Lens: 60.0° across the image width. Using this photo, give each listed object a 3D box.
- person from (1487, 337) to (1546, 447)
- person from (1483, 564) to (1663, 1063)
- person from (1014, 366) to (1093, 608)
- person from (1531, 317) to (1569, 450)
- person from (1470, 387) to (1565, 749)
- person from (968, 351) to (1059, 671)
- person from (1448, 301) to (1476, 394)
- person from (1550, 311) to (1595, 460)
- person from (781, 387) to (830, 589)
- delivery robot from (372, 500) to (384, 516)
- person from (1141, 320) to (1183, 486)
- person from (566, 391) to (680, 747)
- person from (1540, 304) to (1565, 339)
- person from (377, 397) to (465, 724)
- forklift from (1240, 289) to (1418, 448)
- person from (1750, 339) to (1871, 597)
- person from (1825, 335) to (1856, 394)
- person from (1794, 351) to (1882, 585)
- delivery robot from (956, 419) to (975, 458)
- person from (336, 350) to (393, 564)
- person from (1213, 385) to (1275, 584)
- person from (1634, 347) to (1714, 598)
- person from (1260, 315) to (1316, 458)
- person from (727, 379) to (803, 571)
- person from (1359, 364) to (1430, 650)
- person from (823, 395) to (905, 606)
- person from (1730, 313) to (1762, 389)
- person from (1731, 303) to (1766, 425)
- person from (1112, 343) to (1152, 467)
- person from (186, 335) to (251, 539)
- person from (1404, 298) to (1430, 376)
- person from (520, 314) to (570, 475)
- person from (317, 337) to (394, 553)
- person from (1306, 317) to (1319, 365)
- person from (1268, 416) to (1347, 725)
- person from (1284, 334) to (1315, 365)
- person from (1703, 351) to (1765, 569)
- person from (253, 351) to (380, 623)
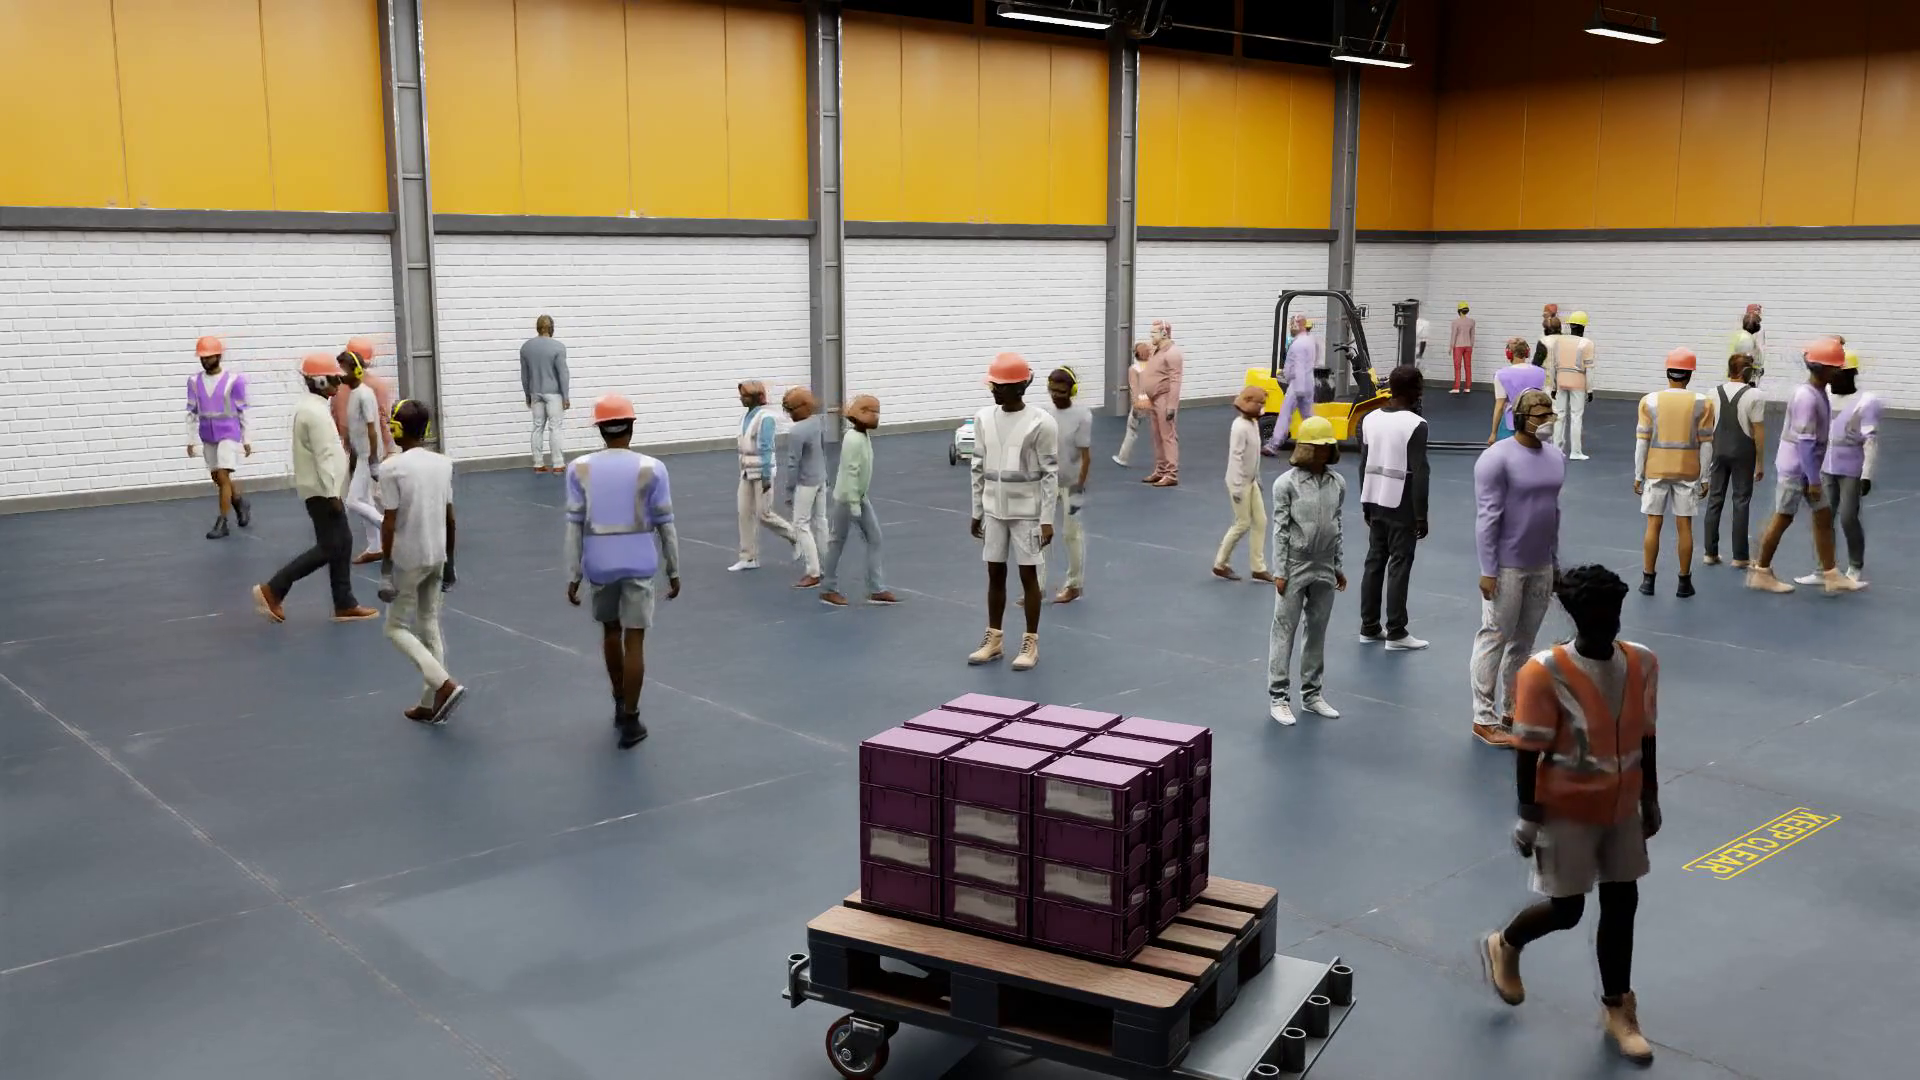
[{"bbox_3d":[5.502,-1.074,16.423,0.563,1.837,0.389,-3,10,-16],"label":"person"},{"bbox_3d":[2.038,0.867,5.550,0.591,1.662,0.577,-4,10,-20],"label":"person"},{"bbox_3d":[0.693,-0.388,12.431,0.599,1.825,0.777,8,12,39],"label":"person"},{"bbox_3d":[8.109,-2.157,22.851,0.638,1.805,0.718,-4,11,-23],"label":"person"},{"bbox_3d":[3.028,0.144,8.994,0.627,1.940,0.371,-6,11,-32],"label":"person"},{"bbox_3d":[0.325,-0.183,10.614,0.608,2.040,0.394,6,11,32],"label":"person"},{"bbox_3d":[9.637,-3.693,31.962,0.524,1.769,0.314,-3,10,-17],"label":"person"},{"bbox_3d":[7.941,-1.995,21.554,0.382,1.924,0.594,-8,13,-39],"label":"person"},{"bbox_3d":[-1.219,-0.437,13.362,0.311,1.611,0.619,4,10,21],"label":"person"},{"bbox_3d":[-5.352,-0.405,15.983,0.477,0.478,0.707,2,10,13],"label":"delivery robot"},{"bbox_3d":[2.315,-1.571,19.130,0.403,1.906,0.652,-2,10,-13],"label":"person"},{"bbox_3d":[-1.829,0.135,9.147,0.583,1.899,0.805,0,10,0],"label":"person"},{"bbox_3d":[9.453,-2.863,26.796,0.563,1.867,0.577,0,10,-1],"label":"person"},{"bbox_3d":[-2.992,0.138,9.254,0.469,1.859,0.542,6,11,30],"label":"person"},{"bbox_3d":[5.034,-2.339,22.783,2.313,2.155,1.214,3,10,16],"label":"forklift"},{"bbox_3d":[6.603,-0.533,12.756,0.924,2.004,0.628,8,13,40],"label":"person"},{"bbox_3d":[11.488,-1.881,21.832,0.838,1.601,0.524,-4,10,-22],"label":"person"},{"bbox_3d":[7.098,-0.565,13.321,0.660,1.885,0.666,-4,10,-22],"label":"person"},{"bbox_3d":[0.116,-1.293,21.177,0.477,0.478,0.707,0,10,0],"label":"delivery robot"},{"bbox_3d":[-5.069,-0.693,14.177,0.436,1.844,0.518,-4,11,-24],"label":"person"},{"bbox_3d":[2.357,-0.450,13.441,0.578,1.599,0.538,5,11,27],"label":"person"},{"bbox_3d":[5.529,-0.525,12.915,0.550,1.935,0.376,4,11,24],"label":"person"},{"bbox_3d":[4.300,-1.989,21.701,0.930,1.860,0.658,4,11,24],"label":"person"},{"bbox_3d":[-1.649,-0.545,13.957,0.593,1.620,0.520,-7,12,-37],"label":"person"},{"bbox_3d":[2.913,-0.221,11.196,0.370,1.915,0.597,-5,11,-26],"label":"person"},{"bbox_3d":[-0.722,-0.283,12.463,0.725,1.597,0.516,3,10,17],"label":"person"},{"bbox_3d":[11.224,-2.317,23.735,0.467,1.823,0.649,3,10,17],"label":"person"},{"bbox_3d":[12.334,-2.738,25.981,0.408,1.903,0.638,-3,10,-17],"label":"person"},{"bbox_3d":[2.299,-1.650,20.591,0.528,1.567,0.930,-6,12,-33],"label":"person"},{"bbox_3d":[-7.016,-1.002,15.834,0.552,1.908,0.880,1,10,4],"label":"person"},{"bbox_3d":[7.468,-3.029,27.586,0.607,1.939,0.601,10,14,44],"label":"person"},{"bbox_3d":[-4.983,-1.745,20.057,0.635,1.936,0.356,3,10,19],"label":"person"},{"bbox_3d":[-5.295,-0.812,14.616,0.683,1.940,0.733,5,11,25],"label":"person"},{"bbox_3d":[5.049,-2.405,24.456,0.434,1.747,0.540,-3,10,-18],"label":"person"},{"bbox_3d":[1.985,0.169,9.419,0.484,1.745,0.297,-5,11,-26],"label":"person"},{"bbox_3d":[5.436,-2.761,26.764,0.550,1.666,0.690,4,11,24],"label":"person"},{"bbox_3d":[6.546,-0.674,14.075,0.343,1.839,0.506,-8,13,-40],"label":"person"},{"bbox_3d":[-4.609,-0.352,11.807,0.738,1.971,0.618,-4,10,-20],"label":"person"}]
